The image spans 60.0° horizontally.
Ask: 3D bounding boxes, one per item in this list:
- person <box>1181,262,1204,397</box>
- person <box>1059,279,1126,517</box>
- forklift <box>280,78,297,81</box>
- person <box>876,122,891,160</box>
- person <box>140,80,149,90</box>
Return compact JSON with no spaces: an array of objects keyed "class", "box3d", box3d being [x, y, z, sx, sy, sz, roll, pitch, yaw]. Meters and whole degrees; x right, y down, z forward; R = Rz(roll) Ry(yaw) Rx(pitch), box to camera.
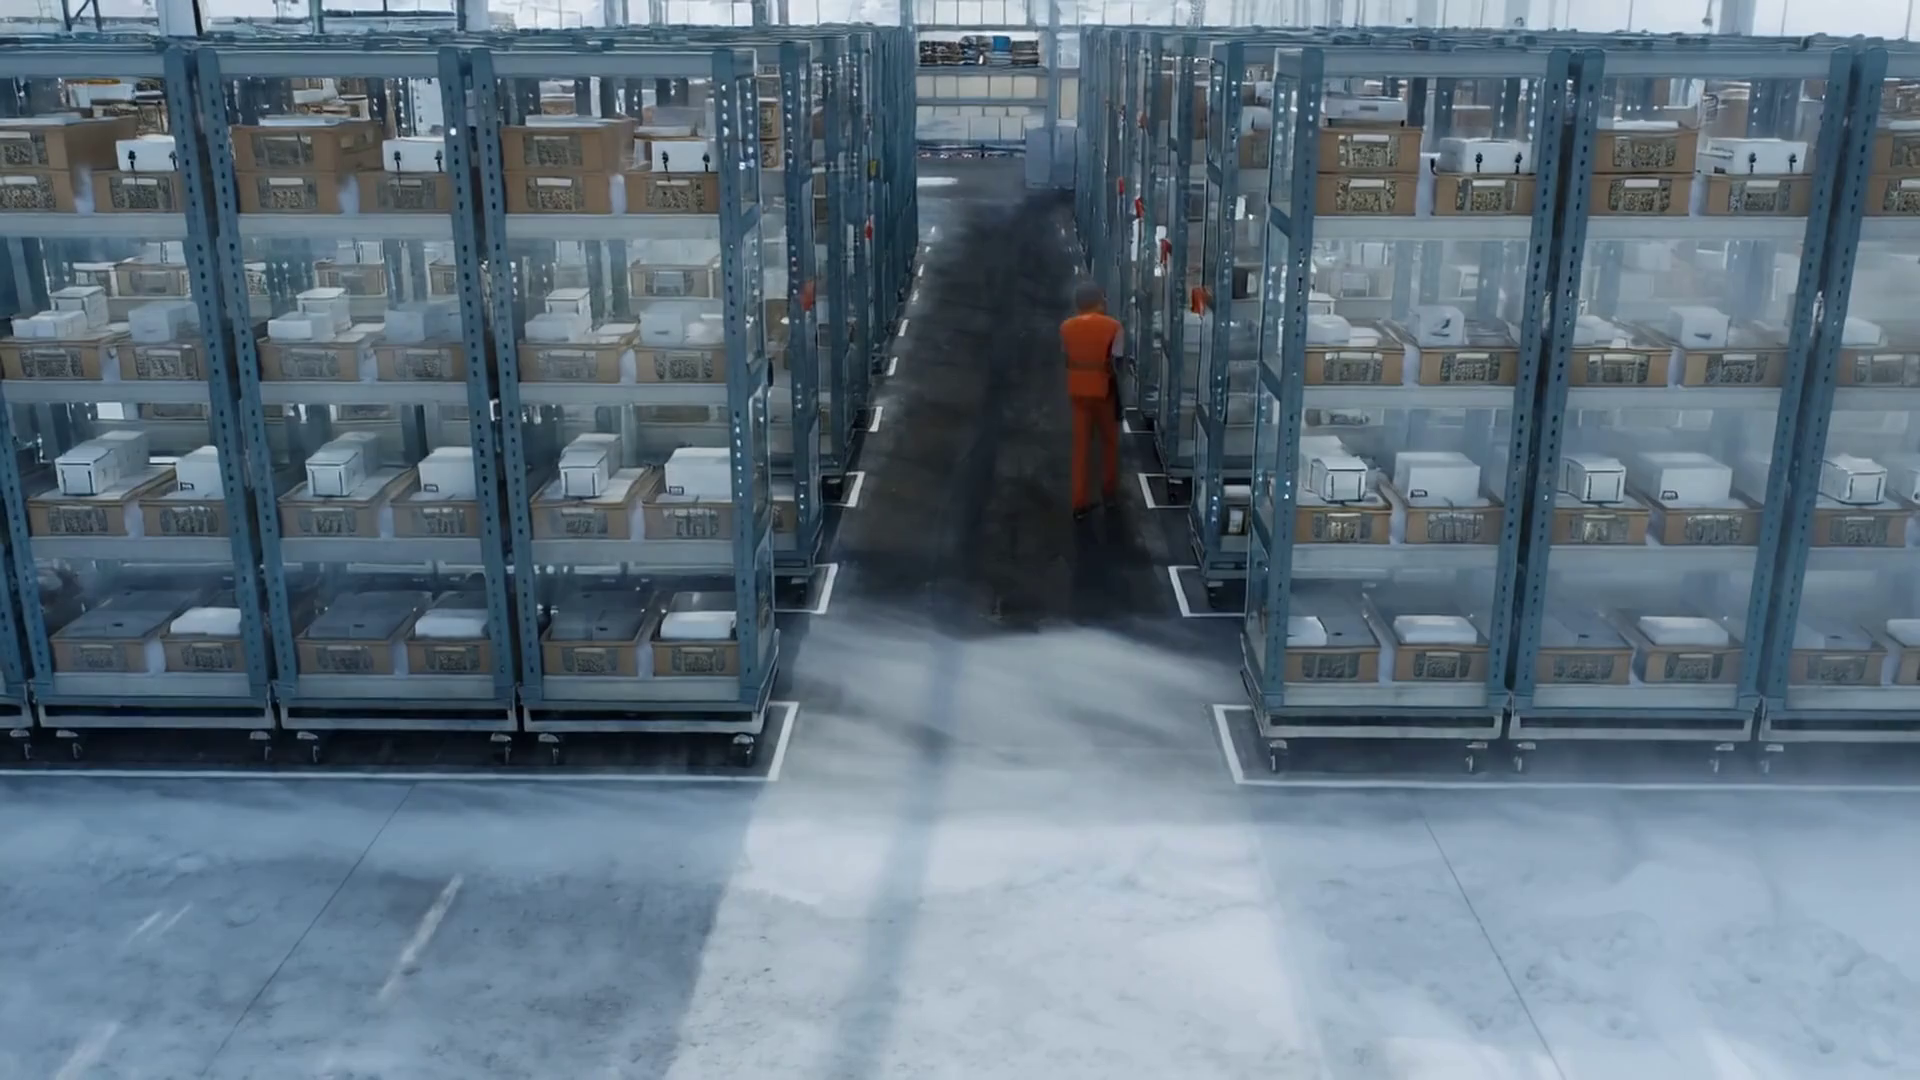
[{"class":"person","box3d":[2.334,-2.380,16.944,0.404,1.834,0.591,-1,17,-2]},{"class":"person","box3d":[1.054,-1.124,12.998,0.600,1.792,0.858,8,19,24]},{"class":"forklift","box3d":[-17.707,-11.342,43.786,1.873,2.768,1.129,0,17,1]},{"class":"person","box3d":[-1.534,-6.573,30.084,0.622,1.968,0.802,-2,18,-7]},{"class":"person","box3d":[-26.018,-13.776,53.252,0.430,1.844,0.624,5,18,14]}]
